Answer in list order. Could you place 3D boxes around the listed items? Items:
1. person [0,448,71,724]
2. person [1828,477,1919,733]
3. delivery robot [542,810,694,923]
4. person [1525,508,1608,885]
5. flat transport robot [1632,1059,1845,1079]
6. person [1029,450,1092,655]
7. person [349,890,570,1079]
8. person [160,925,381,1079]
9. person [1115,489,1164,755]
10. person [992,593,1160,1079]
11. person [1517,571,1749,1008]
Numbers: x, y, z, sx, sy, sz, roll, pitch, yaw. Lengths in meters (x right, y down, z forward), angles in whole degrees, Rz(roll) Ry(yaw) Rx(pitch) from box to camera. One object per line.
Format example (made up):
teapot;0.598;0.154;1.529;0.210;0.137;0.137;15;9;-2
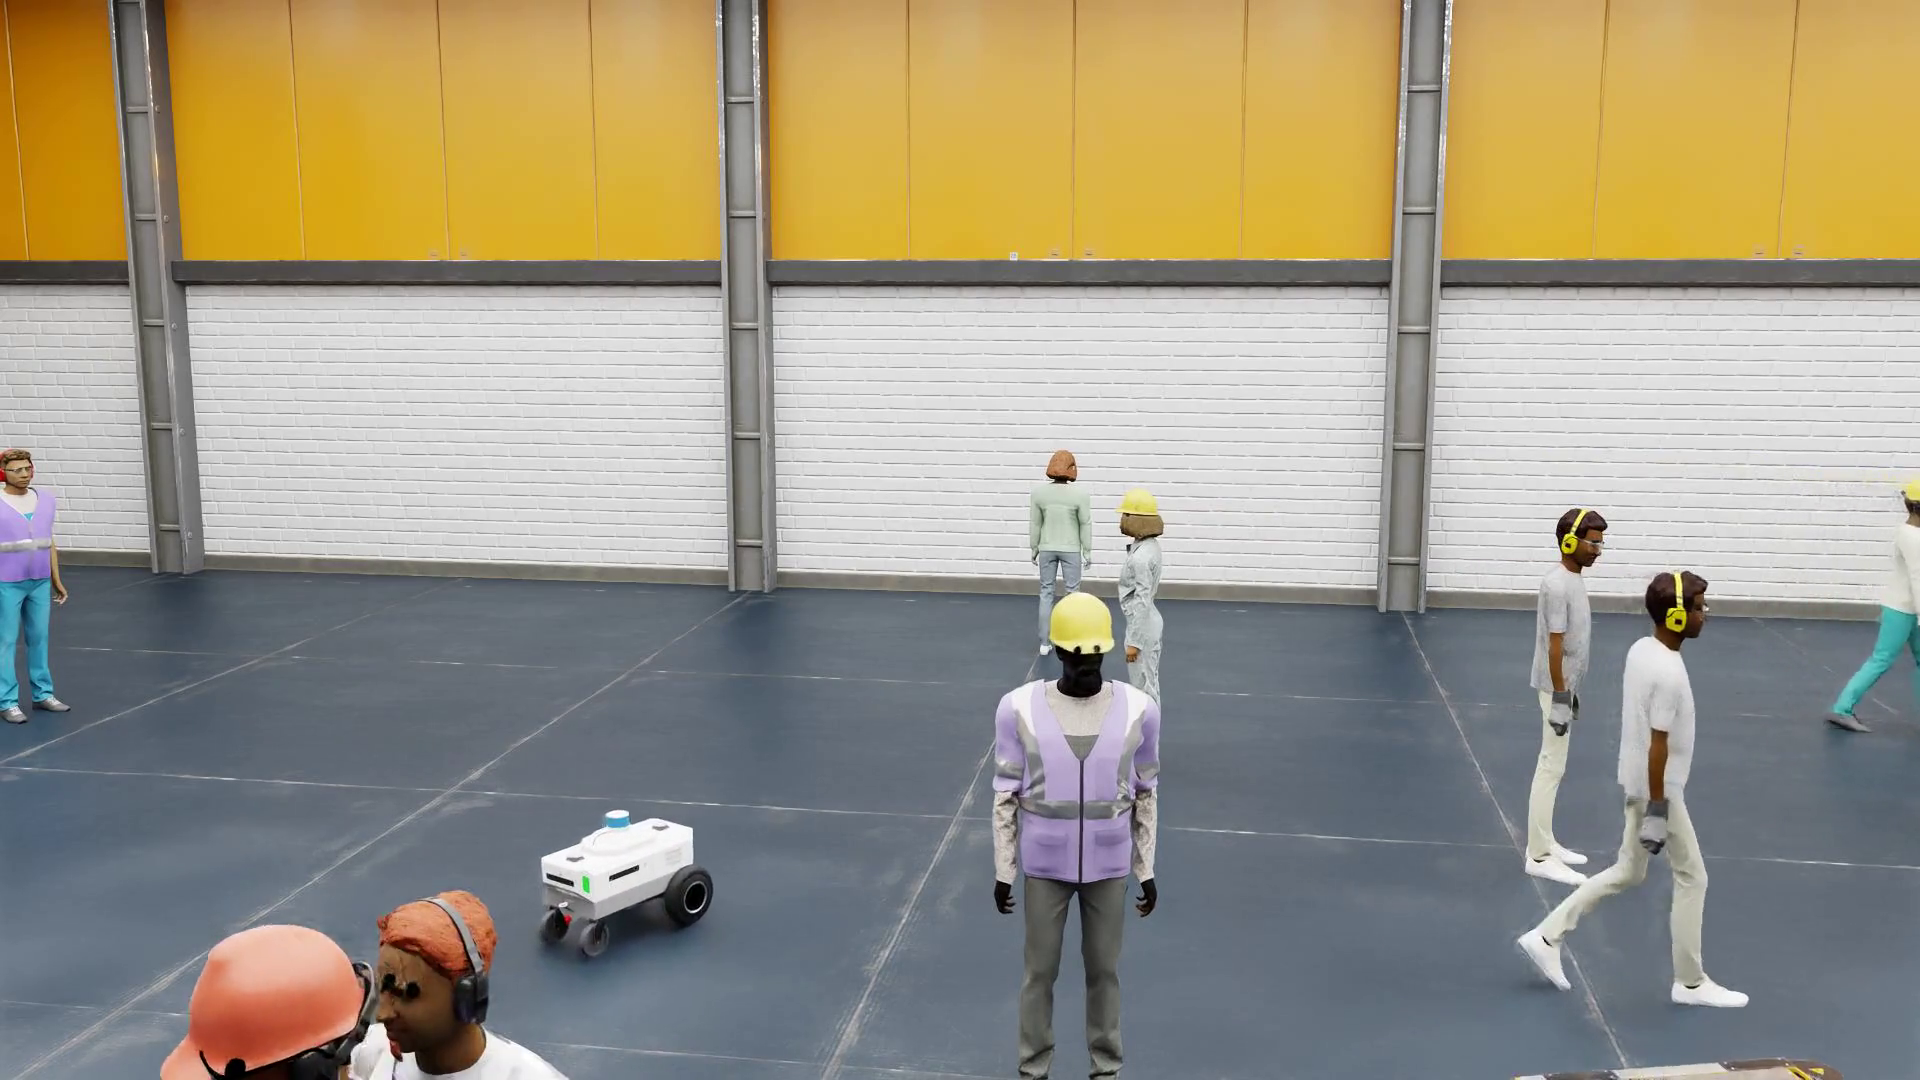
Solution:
person;-6.363;0.295;11.270;0.390;1.848;0.563;5;10;26
person;6.178;0.437;10.807;0.786;1.738;0.536;5;11;30
delivery robot;-1.562;1.485;7.620;0.477;0.478;0.707;7;11;36
person;3.031;0.764;8.330;0.327;1.865;0.521;4;10;23
flat transport robot;2.424;2.007;5.560;1.431;0.197;0.652;-1;9;-8
person;0.795;0.104;13.104;0.508;1.632;0.265;3;10;20
person;-0.961;1.584;3.218;0.575;1.883;0.362;5;10;28
person;-0.984;1.584;2.941;1.067;1.992;0.611;-7;11;-35
person;1.064;0.560;9.958;0.294;1.744;0.484;2;9;11
person;0.411;1.131;5.870;0.594;1.926;0.369;0;9;-3
person;2.804;1.018;6.848;0.864;1.841;0.527;1;9;7
